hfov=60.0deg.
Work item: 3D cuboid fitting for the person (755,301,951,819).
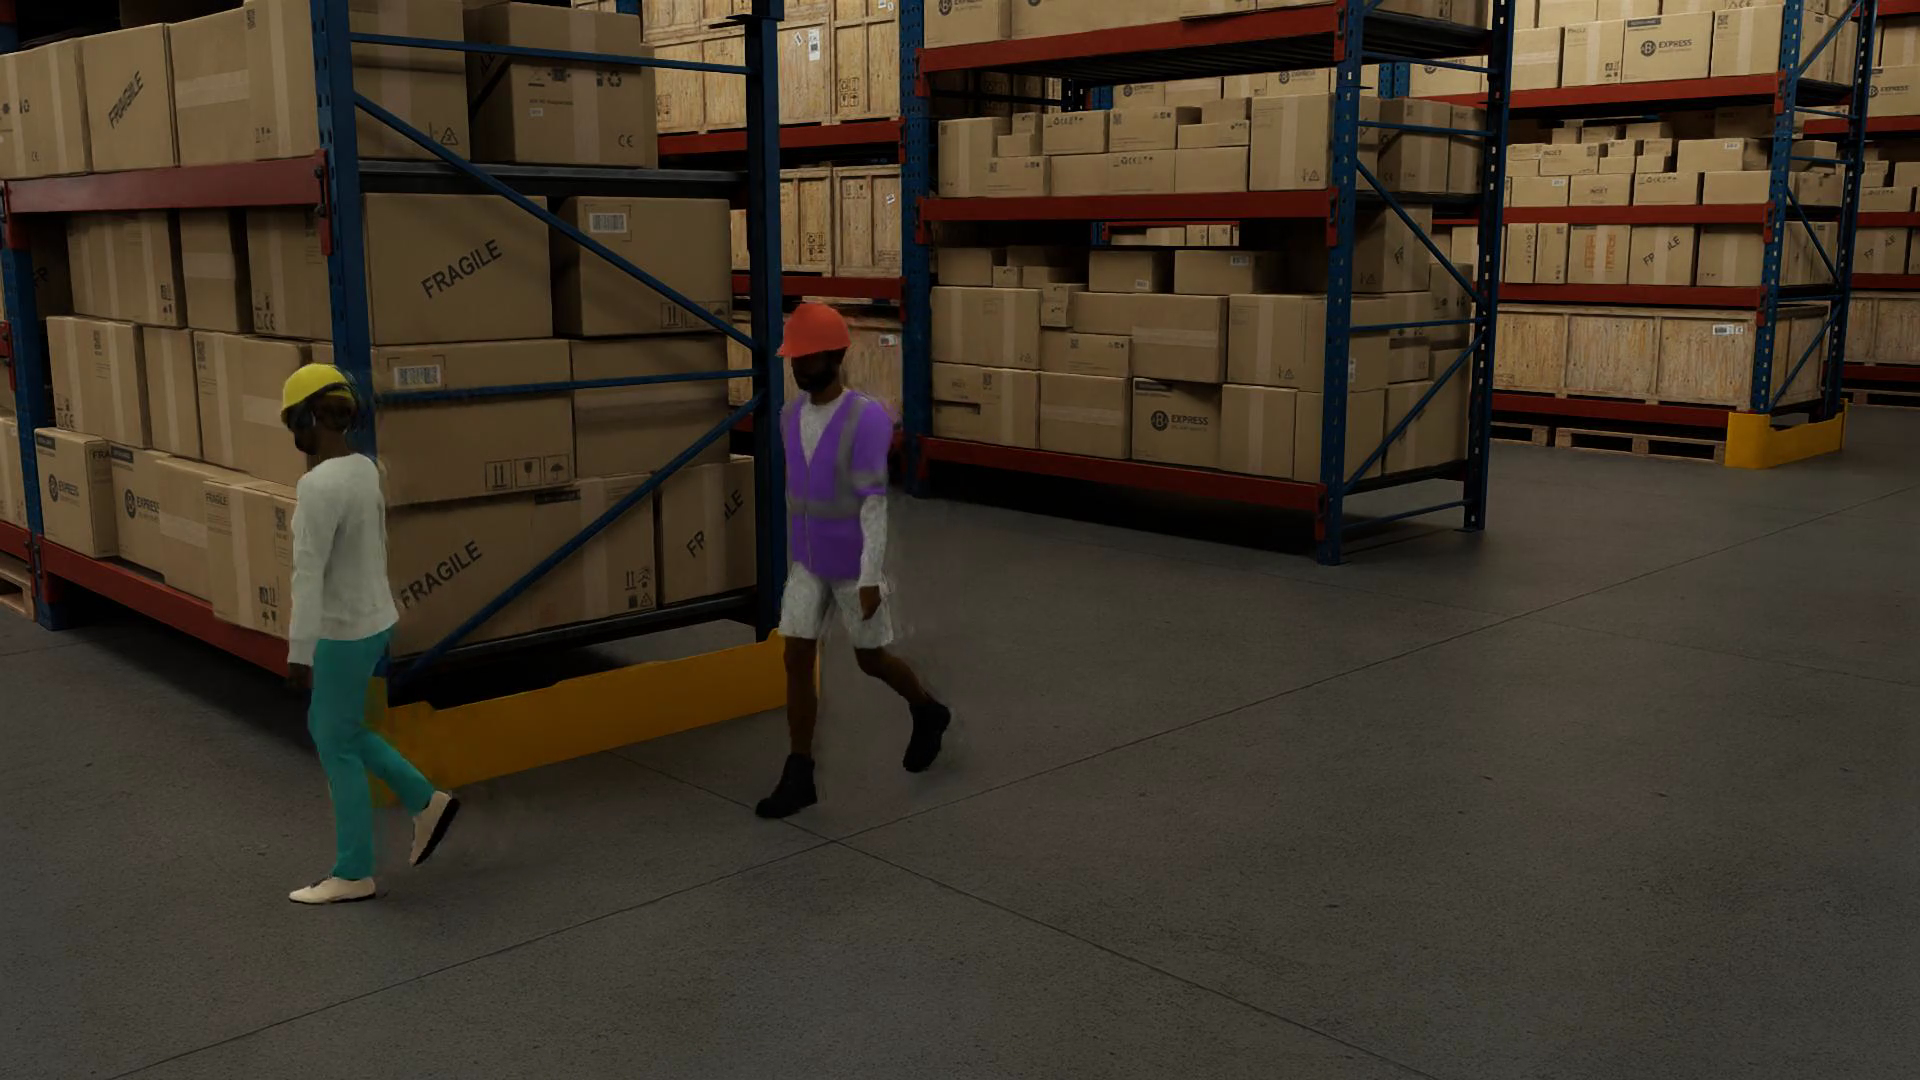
[{"bbox_3d":[-0.417,0.044,6.303,0.561,1.905,0.915,8,13,37],"label":"person"}]

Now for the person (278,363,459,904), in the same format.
[{"bbox_3d":[-1.942,0.306,5.342,0.451,1.729,0.605,-1,10,-7],"label":"person"}]
